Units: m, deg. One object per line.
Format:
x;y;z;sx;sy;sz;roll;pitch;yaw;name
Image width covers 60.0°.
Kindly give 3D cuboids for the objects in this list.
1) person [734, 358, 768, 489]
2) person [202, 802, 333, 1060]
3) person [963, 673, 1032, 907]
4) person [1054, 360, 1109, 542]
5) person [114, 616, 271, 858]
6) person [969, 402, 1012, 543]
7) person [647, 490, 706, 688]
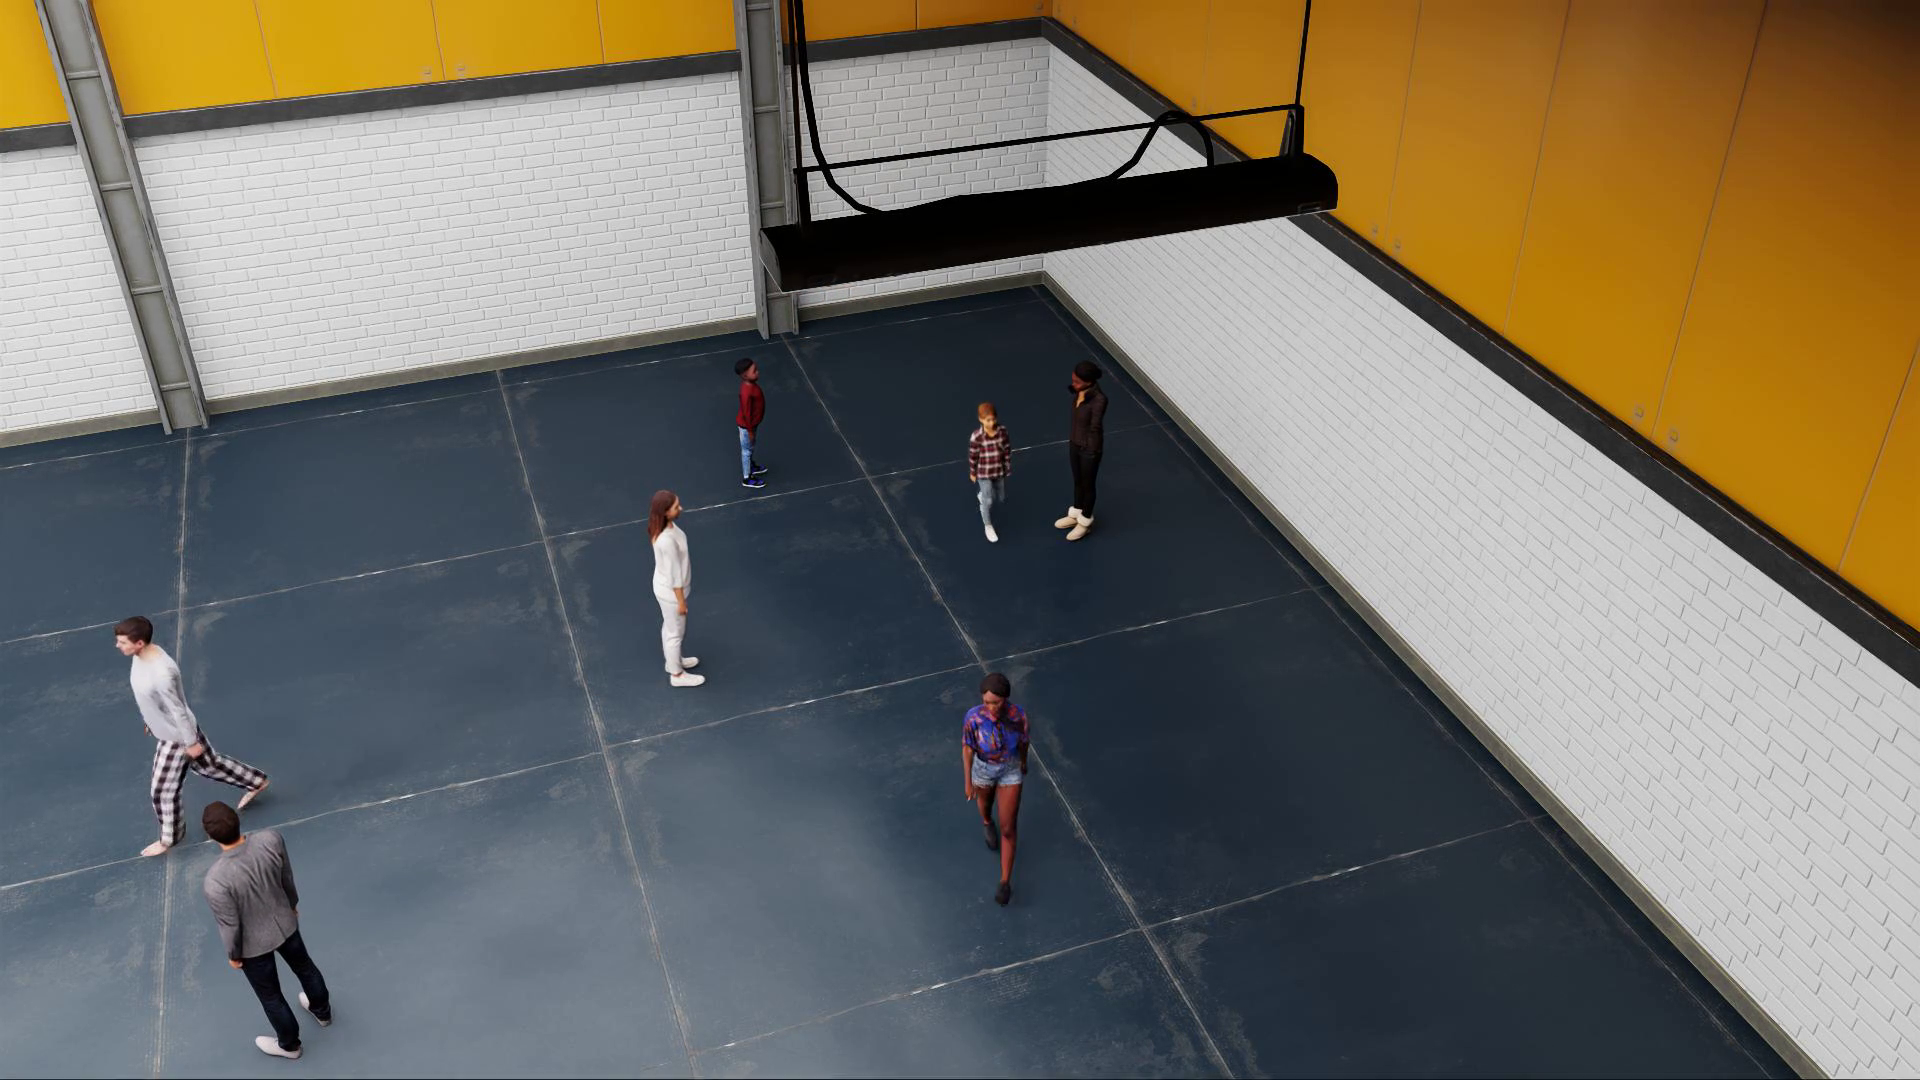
-1.936;-1.090;15.181;0.564;1.253;0.552;-1;34;-2;person
-4.014;2.245;9.604;0.843;1.872;0.770;17;37;24;person
0.240;1.474;10.919;1.128;1.701;0.897;-4;34;-6;person
1.097;-0.813;14.397;0.668;1.659;0.609;-16;37;-22;person
-5.186;1.239;11.179;1.242;1.804;0.915;-24;40;-31;person
0.246;-0.643;14.471;0.687;1.294;0.608;-13;36;-19;person
-2.185;0.353;12.616;0.521;1.688;0.603;-10;35;-15;person
